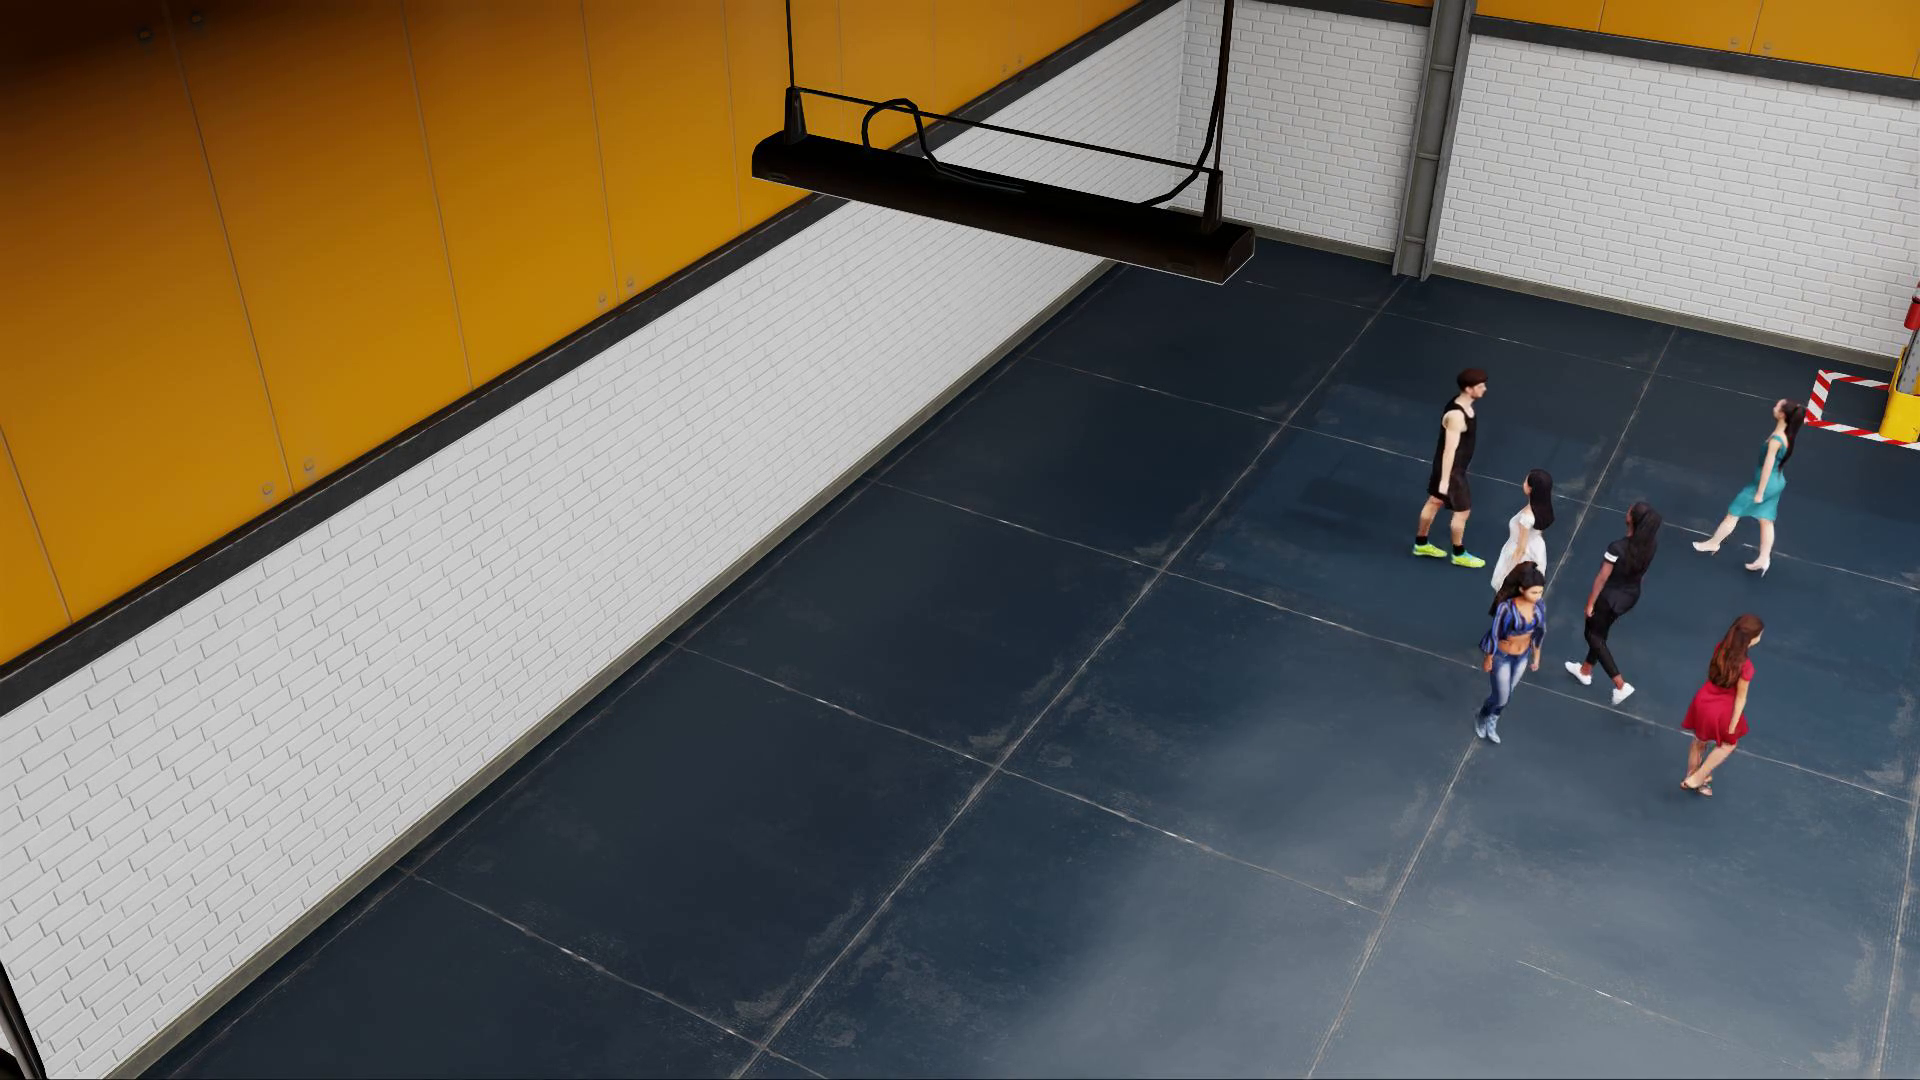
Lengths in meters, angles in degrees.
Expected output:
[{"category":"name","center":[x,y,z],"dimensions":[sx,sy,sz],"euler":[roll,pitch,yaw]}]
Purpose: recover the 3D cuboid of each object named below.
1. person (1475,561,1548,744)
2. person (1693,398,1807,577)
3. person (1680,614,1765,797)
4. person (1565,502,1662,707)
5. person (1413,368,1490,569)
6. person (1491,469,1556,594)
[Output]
[{"category":"person","center":[4.025,0.822,12.328],"dimensions":[0.743,1.609,0.790],"euler":[-11,35,-16]},{"category":"person","center":[6.923,-0.417,14.144],"dimensions":[0.740,1.661,0.944],"euler":[-27,42,-34]},{"category":"person","center":[5.340,1.190,11.833],"dimensions":[0.754,1.544,0.700],"euler":[-13,36,-19]},{"category":"person","center":[5.062,0.508,12.711],"dimensions":[0.949,1.708,1.078],"euler":[-15,36,-21]},{"category":"person","center":[4.135,-0.639,14.285],"dimensions":[0.932,1.876,0.823],"euler":[9,35,14]},{"category":"person","center":[4.415,0.220,13.086],"dimensions":[0.706,1.773,0.707],"euler":[27,42,35]}]
